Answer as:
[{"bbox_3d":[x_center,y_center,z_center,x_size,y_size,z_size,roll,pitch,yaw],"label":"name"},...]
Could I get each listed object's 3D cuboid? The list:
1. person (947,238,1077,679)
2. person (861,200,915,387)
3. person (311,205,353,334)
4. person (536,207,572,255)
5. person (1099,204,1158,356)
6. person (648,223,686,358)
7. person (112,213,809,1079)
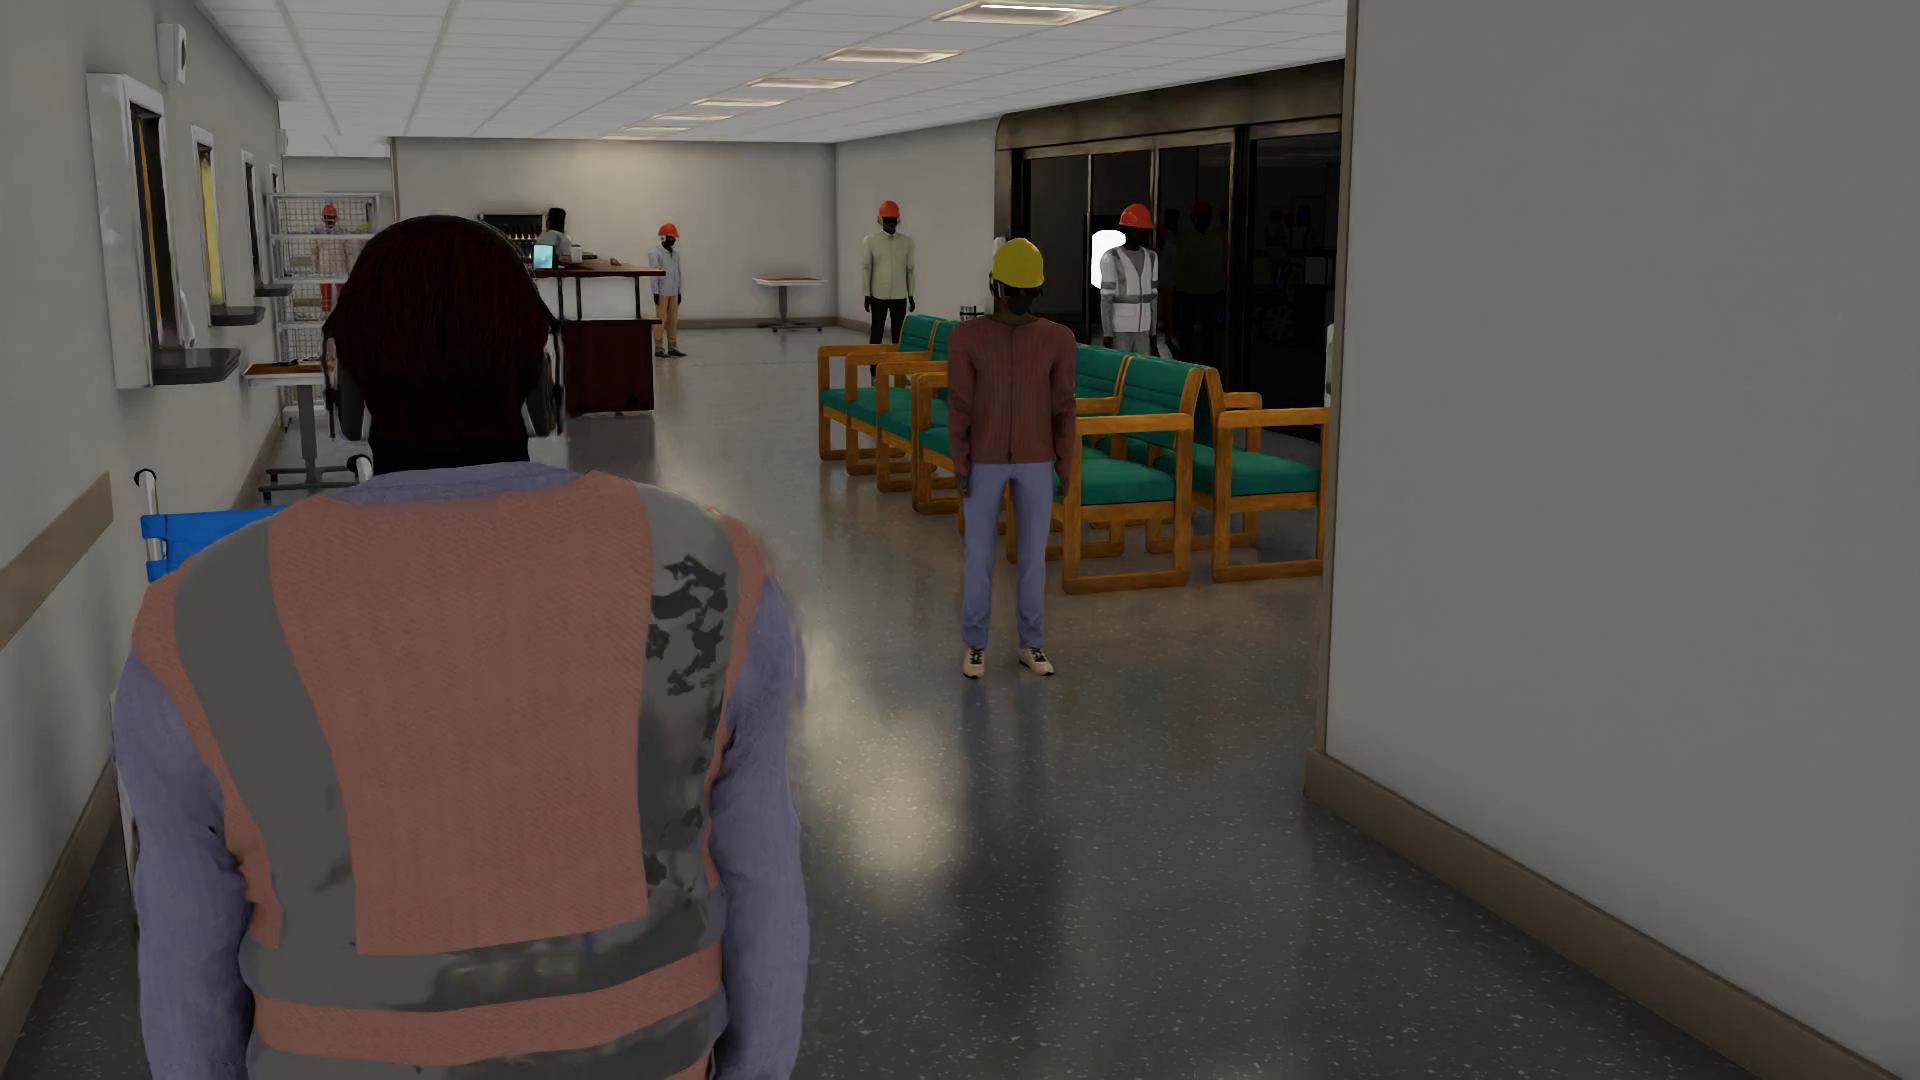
[{"bbox_3d":[0.207,-0.303,6.563,0.517,1.752,0.374,-1,11,-7],"label":"person"},{"bbox_3d":[-0.768,-2.661,18.012,0.620,1.992,0.389,-4,12,-22],"label":"person"},{"bbox_3d":[-9.744,-4.186,25.835,0.611,1.997,0.375,-3,11,-15],"label":"person"},{"bbox_3d":[-5.605,-3.652,23.197,0.654,1.964,0.420,7,13,33],"label":"person"},{"bbox_3d":[1.367,-1.699,13.264,0.547,1.930,0.389,-7,13,-31],"label":"person"},{"bbox_3d":[-3.803,-3.249,21.680,0.353,1.743,0.564,7,13,30],"label":"person"},{"bbox_3d":[-0.487,0.591,1.743,0.651,1.832,0.448,-4,12,-20],"label":"person"}]
